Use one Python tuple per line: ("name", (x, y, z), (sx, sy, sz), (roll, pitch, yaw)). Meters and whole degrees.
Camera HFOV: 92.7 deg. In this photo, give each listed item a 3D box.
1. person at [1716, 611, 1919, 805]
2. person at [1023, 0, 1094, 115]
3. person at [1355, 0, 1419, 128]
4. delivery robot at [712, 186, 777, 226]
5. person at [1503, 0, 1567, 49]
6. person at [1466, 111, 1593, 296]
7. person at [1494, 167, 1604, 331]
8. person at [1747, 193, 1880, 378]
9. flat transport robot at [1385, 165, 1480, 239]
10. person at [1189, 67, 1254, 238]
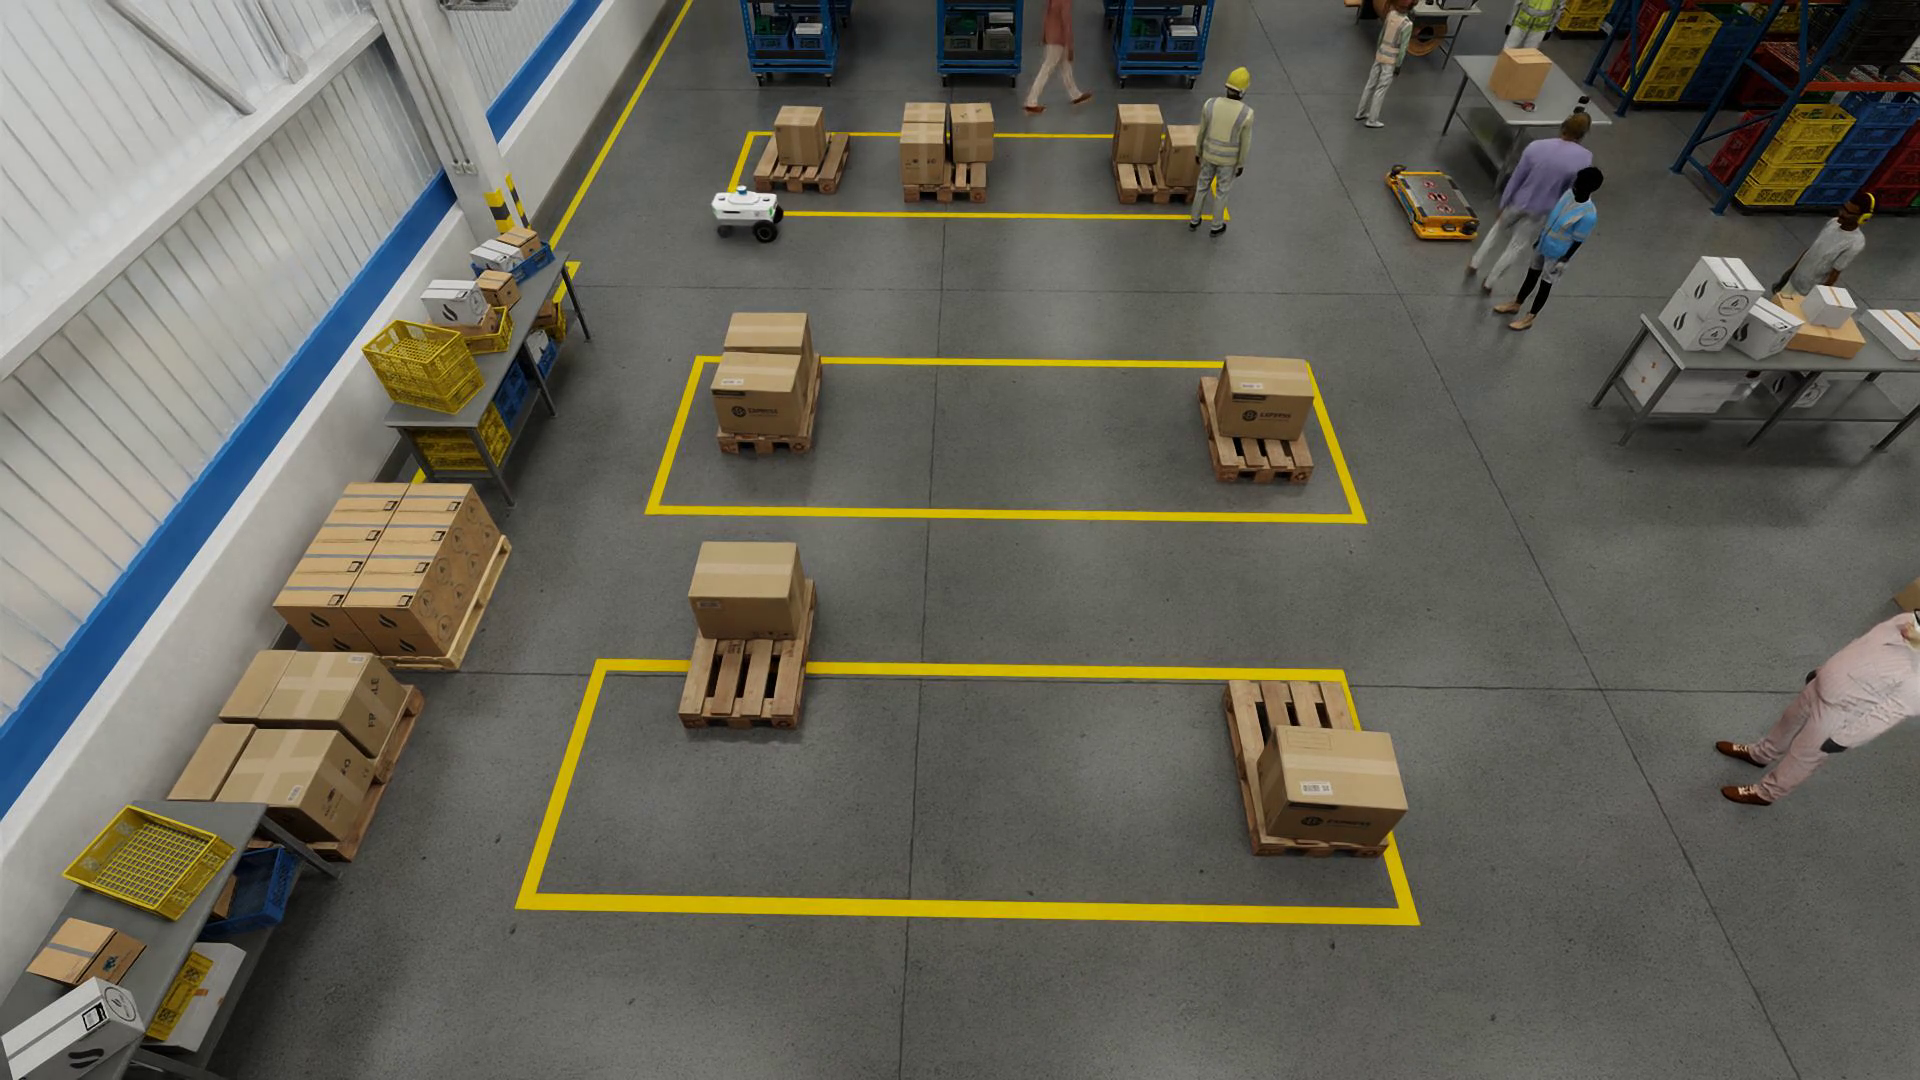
("person", (5.349, 0.987, 5.593), (0.403, 1.900, 0.641), (19, 52, 16))
("person", (1.361, -6.688, 12.207), (1.049, 1.939, 0.646), (-9, 50, -8))
("person", (5.644, -6.323, 12.090), (0.309, 1.636, 0.523), (-13, 50, -11))
("delivery robot", (-2.482, -3.845, 10.597), (0.707, 0.478, 0.477), (2, 49, 1))
("person", (7.878, -7.108, 12.646), (0.629, 1.837, 0.431), (20, 52, 17))
("person", (5.902, -3.468, 9.445), (0.622, 1.906, 0.703), (24, 53, 19))
("person", (5.866, -2.869, 9.064), (0.321, 1.692, 0.530), (-3, 49, -3))
("person", (7.786, -2.334, 8.495), (0.318, 1.862, 0.518), (7, 49, 6))
("flat transport robot", (5.692, -4.094, 11.059), (0.652, 0.197, 1.431), (1, 49, 1))
("person", (2.909, -4.291, 10.203), (0.595, 1.831, 0.403), (28, 55, 22))
